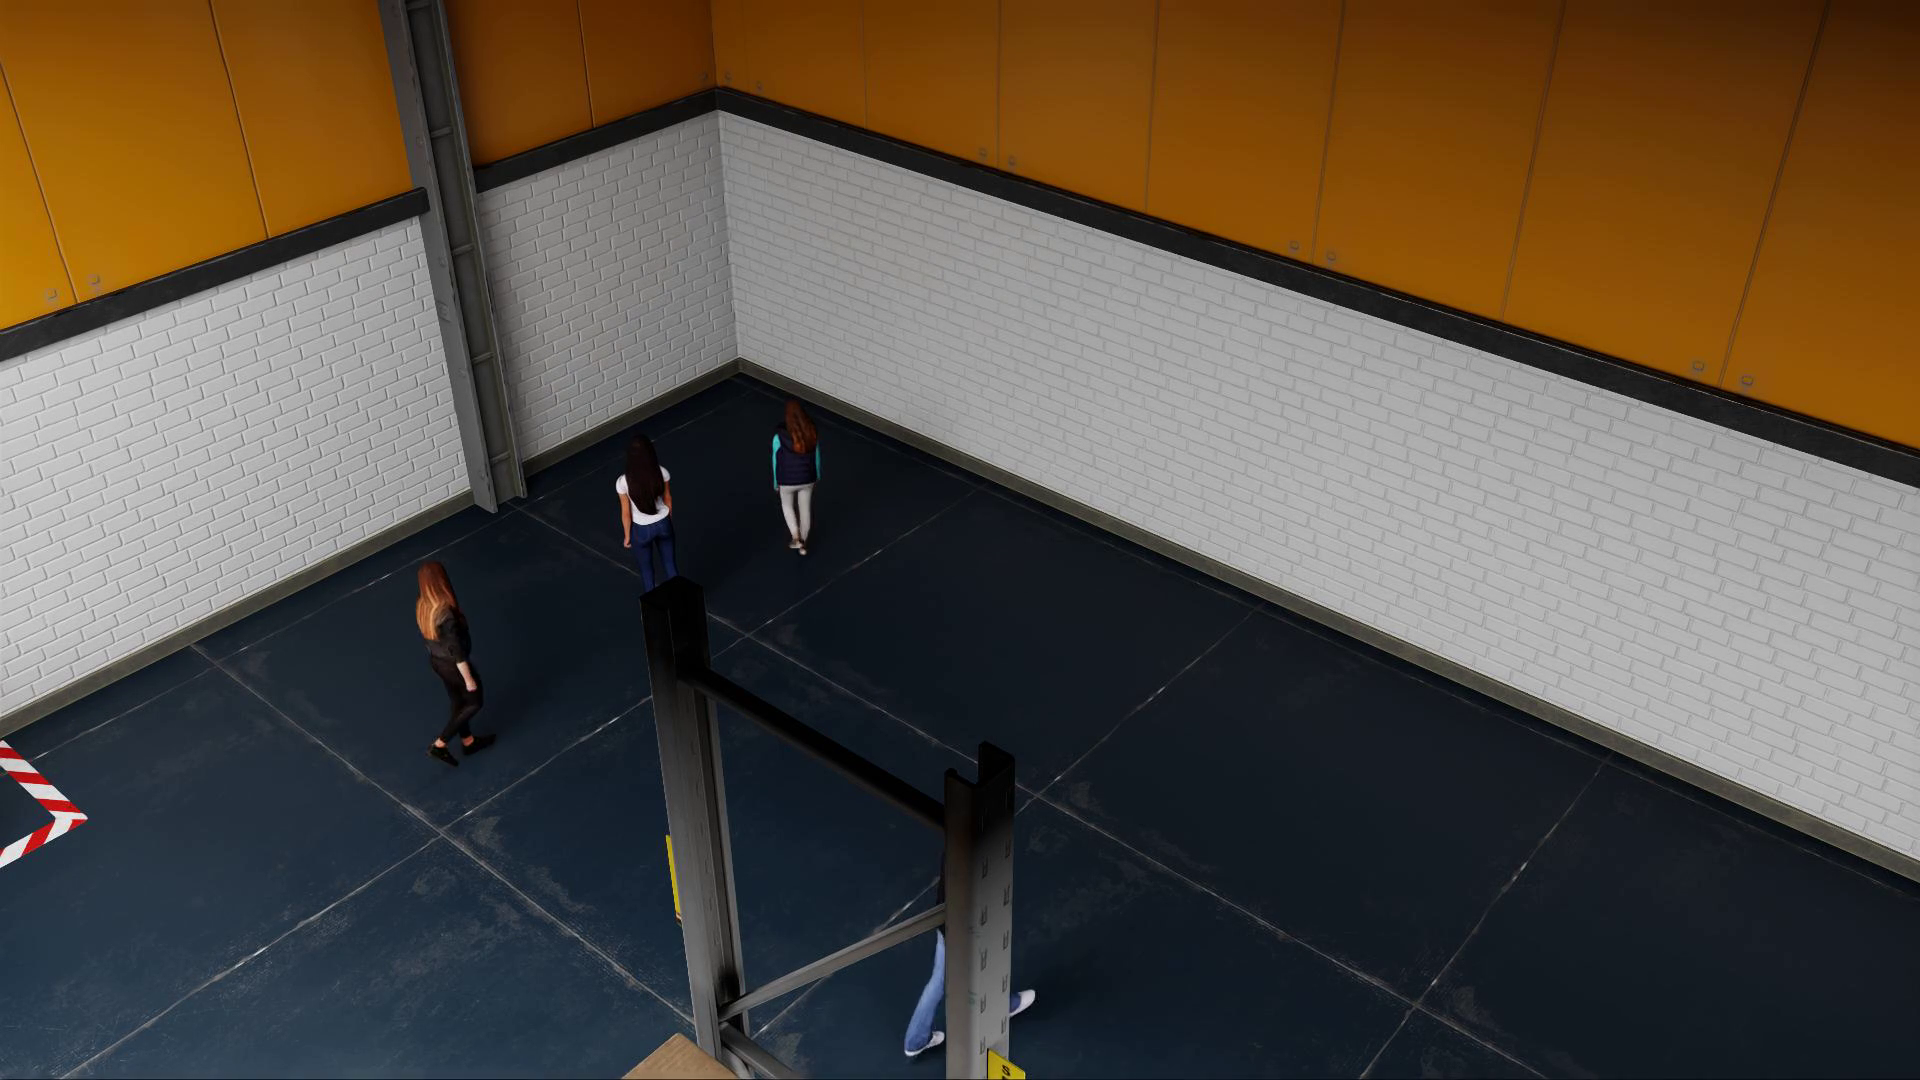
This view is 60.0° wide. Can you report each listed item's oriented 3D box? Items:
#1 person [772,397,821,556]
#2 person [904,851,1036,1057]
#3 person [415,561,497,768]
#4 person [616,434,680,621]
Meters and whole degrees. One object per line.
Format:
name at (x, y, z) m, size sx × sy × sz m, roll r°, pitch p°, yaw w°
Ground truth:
person at (-1.382, -0.505, 14.203) m, size 0.689 × 1.493 × 0.763 m, roll -9°, pitch 35°, yaw -13°
person at (-0.053, 2.351, 9.714) m, size 1.195 × 1.706 × 0.790 m, roll -22°, pitch 39°, yaw -29°
person at (-3.704, 0.928, 11.855) m, size 0.826 × 1.705 × 0.658 m, roll -28°, pitch 42°, yaw -35°
person at (-2.456, -0.061, 13.280) m, size 0.576 × 1.775 × 0.717 m, roll -17°, pitch 37°, yaw -23°
